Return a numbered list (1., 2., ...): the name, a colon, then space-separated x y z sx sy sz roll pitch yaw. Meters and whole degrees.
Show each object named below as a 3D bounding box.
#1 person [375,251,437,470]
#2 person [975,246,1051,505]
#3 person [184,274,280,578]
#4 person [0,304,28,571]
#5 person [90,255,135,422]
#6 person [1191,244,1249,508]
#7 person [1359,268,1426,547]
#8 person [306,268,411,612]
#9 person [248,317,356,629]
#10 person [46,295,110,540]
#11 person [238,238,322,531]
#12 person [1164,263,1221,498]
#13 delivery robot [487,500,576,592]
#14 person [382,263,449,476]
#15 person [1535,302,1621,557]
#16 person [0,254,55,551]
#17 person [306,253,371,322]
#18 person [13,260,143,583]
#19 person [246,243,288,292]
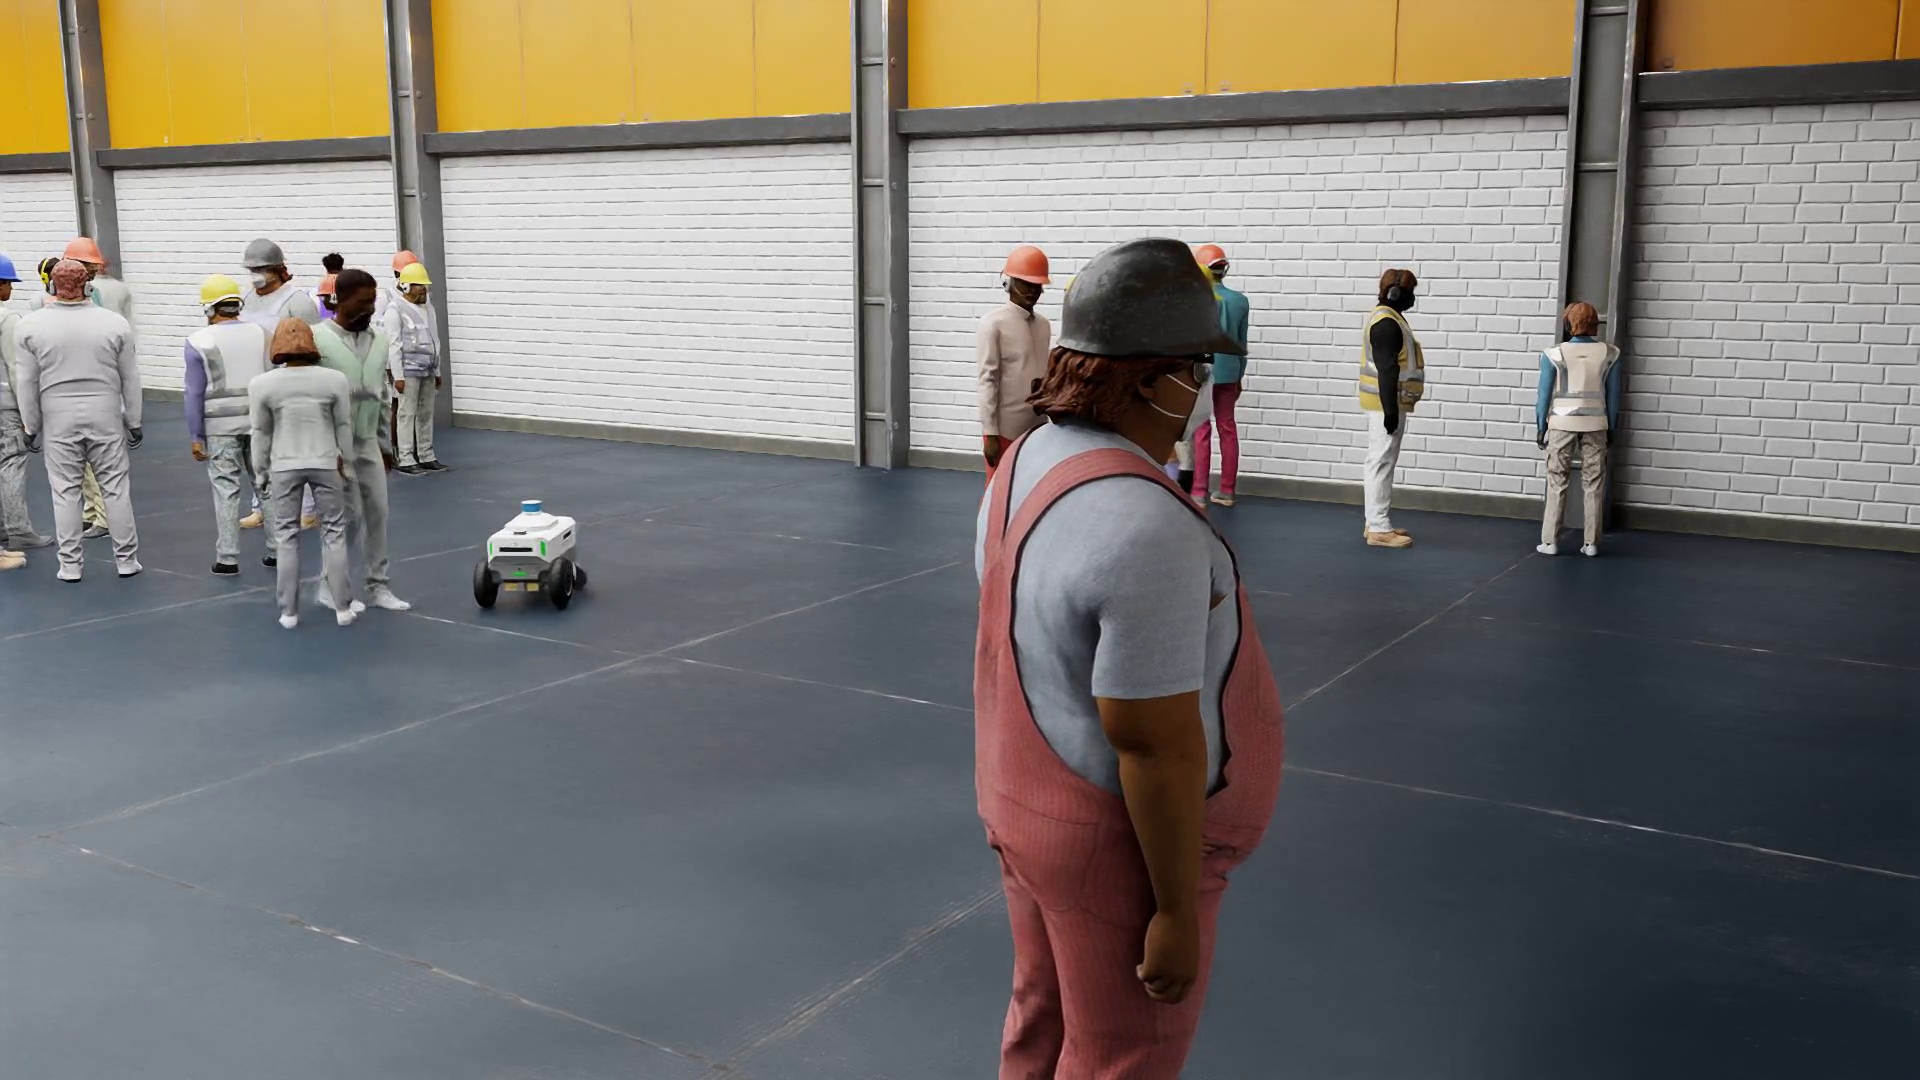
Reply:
1. person: -4.873 -1.587 14.733 0.377 1.926 0.551 7 12 34
2. person: 0.326 -0.602 9.115 0.391 1.987 0.608 8 13 37
3. person: -4.383 -0.688 10.066 0.414 1.824 0.596 9 14 41
4. person: -5.979 -0.714 10.175 0.357 1.835 0.518 -7 12 -34
5. person: -9.526 -2.253 18.597 0.878 1.872 0.638 5 11 25
6. person: 1.901 -1.233 12.597 0.609 1.993 0.382 -5 12 -28
7. person: 2.872 -0.884 11.088 0.429 1.842 0.626 2 10 12
8. person: -3.292 -0.521 9.019 0.490 1.890 0.619 5 12 28
9. person: -3.438 -0.347 8.722 0.496 1.627 0.298 -4 11 -21
10. person: -5.986 -0.884 11.312 0.317 1.756 0.560 -8 13 -39
11. person: -4.806 -1.074 11.582 0.686 2.000 0.538 4 11 19
12. person: 1.121 -0.479 8.652 0.414 1.914 0.585 -1 10 -6
13. delivery robot: -2.409 0.020 9.378 0.477 0.478 0.707 0 10 0
14. person: -4.682 -1.464 14.339 0.403 1.826 0.592 4 11 19
15. person: 3.936 -0.696 10.625 0.514 1.634 0.313 1 10 6
16. person: -6.263 -0.895 10.882 0.604 1.939 0.415 6 12 29
17. person: -6.303 -1.955 16.872 0.649 1.911 1.046 -1 10 -8
18. person: -5.217 -0.702 9.892 0.653 1.906 0.405 -6 12 -30
19. person: -7.059 -2.050 17.117 0.618 1.993 0.396 7 12 33
